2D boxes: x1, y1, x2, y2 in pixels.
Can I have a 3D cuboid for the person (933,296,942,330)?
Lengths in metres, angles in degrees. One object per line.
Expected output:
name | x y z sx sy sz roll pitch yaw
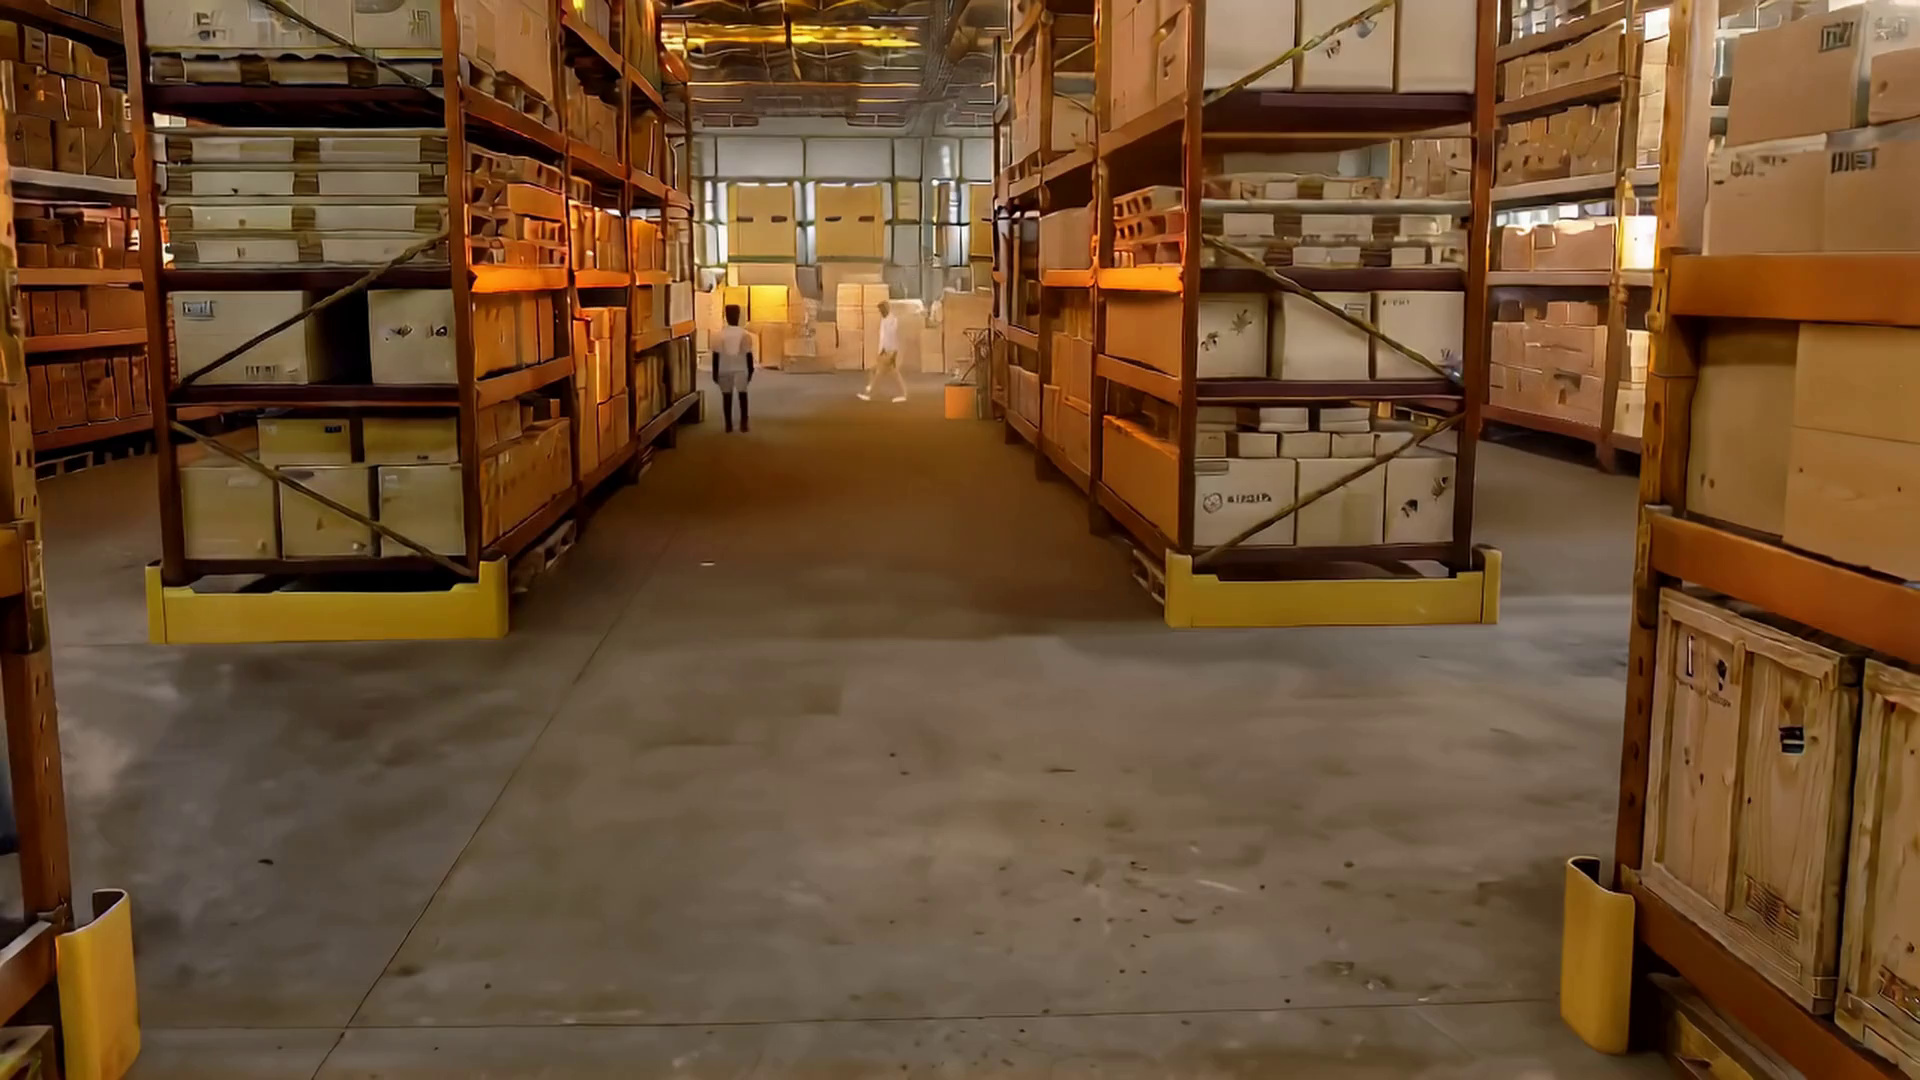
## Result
person | -0.717 -8.013 60.137 0.523 1.611 0.781 0 9 0

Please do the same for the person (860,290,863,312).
person | -3.585 -7.923 58.829 0.339 1.842 0.507 -4 10 -26

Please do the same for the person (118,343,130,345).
person | -13.754 -2.912 27.282 0.644 1.874 0.885 6 11 34

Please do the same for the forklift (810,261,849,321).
forklift | -3.966 -7.837 55.042 1.873 2.768 1.129 3 9 16

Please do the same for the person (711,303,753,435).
person | -3.384 -2.548 24.764 0.622 1.940 0.663 -1 9 -7

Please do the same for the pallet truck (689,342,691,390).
pallet truck | -5.225 -3.008 27.480 1.885 1.965 0.823 2 9 14

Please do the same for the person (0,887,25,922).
person | -3.689 0.595 5.731 0.915 1.719 0.559 1 9 8

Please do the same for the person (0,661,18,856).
person | -4.050 0.491 6.679 0.589 1.609 0.532 -1 9 -4

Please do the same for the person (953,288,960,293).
person | -0.108 -7.552 56.250 0.436 1.920 0.649 -2 9 -15

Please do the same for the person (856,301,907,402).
person | -1.449 -3.495 30.910 1.048 1.871 0.666 -2 9 -13
